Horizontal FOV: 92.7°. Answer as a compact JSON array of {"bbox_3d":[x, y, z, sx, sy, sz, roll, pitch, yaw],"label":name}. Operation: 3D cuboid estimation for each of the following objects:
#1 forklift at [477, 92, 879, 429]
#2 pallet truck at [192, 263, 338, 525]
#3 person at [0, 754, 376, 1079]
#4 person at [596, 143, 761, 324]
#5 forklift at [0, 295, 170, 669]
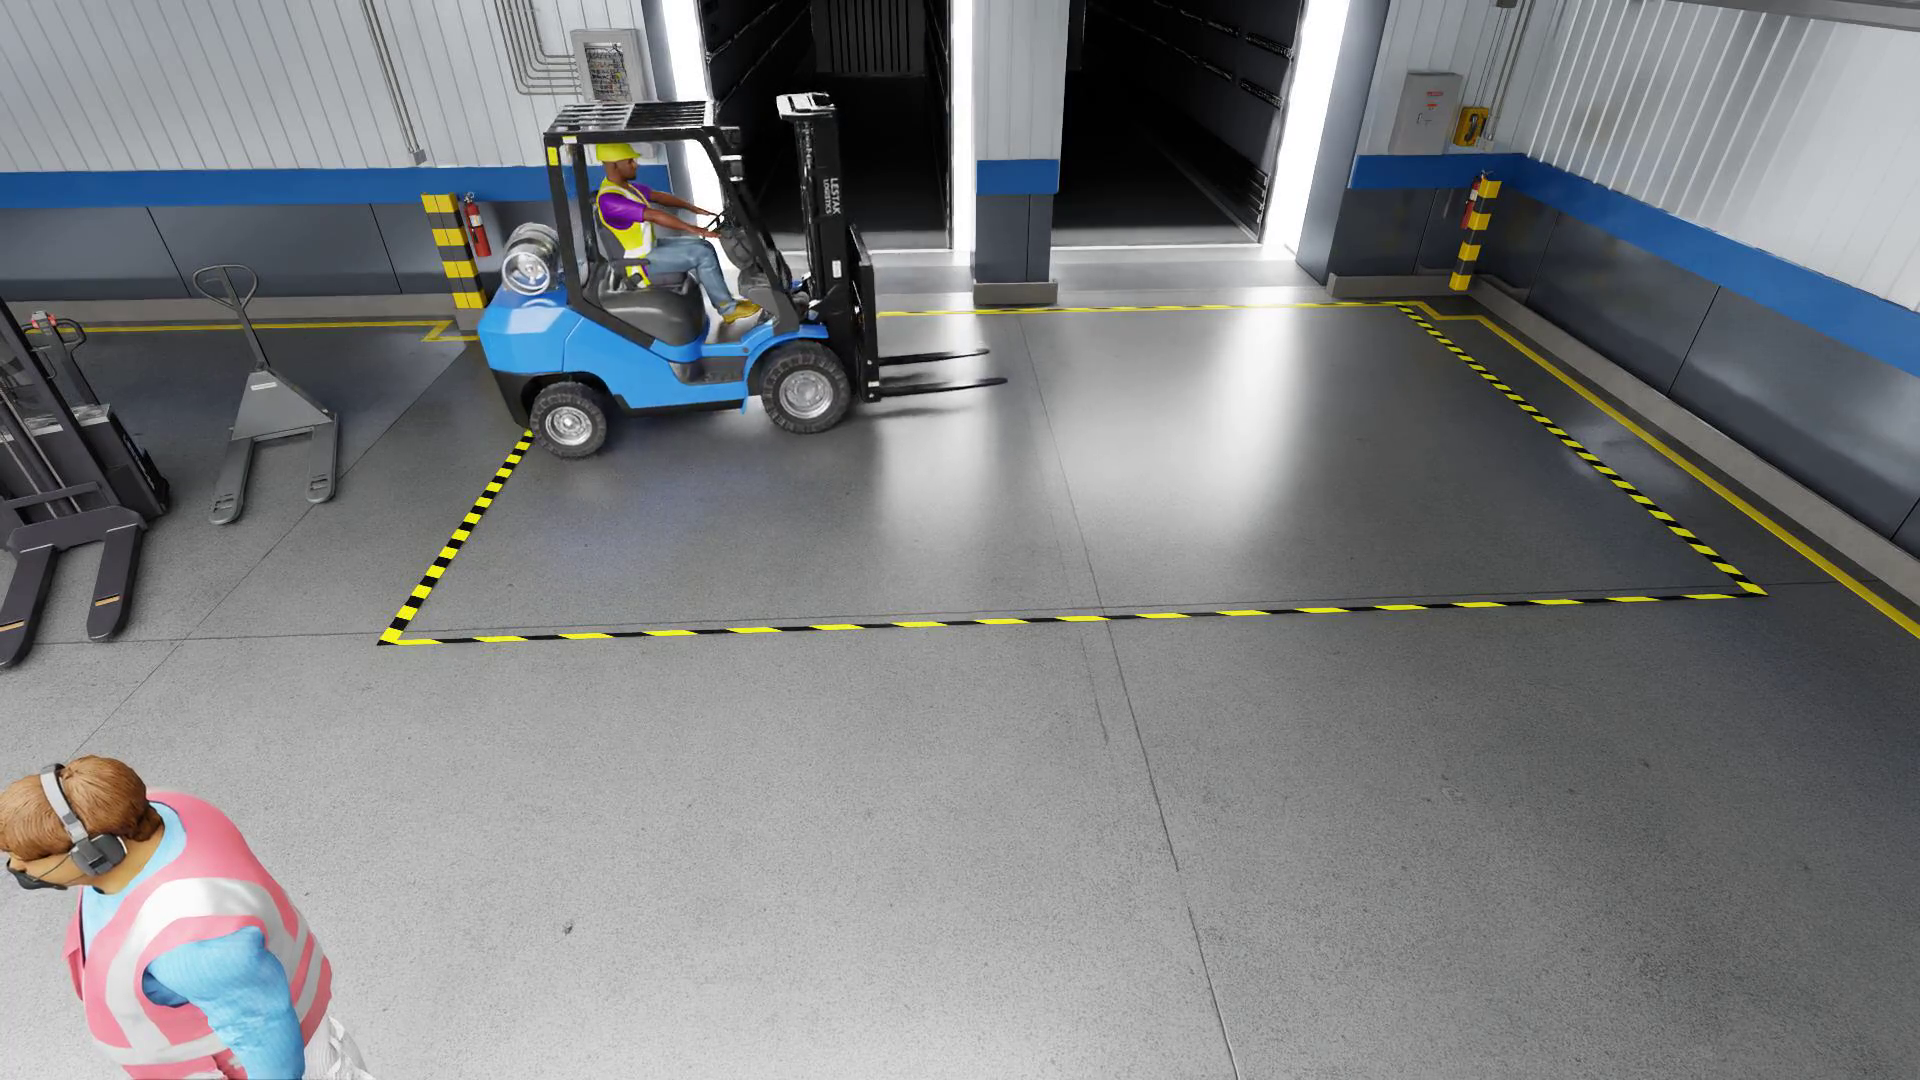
[{"bbox_3d":[-2.024,-2.001,6.554,2.680,2.036,1.157,-7,35,-10],"label":"forklift"},{"bbox_3d":[-4.778,-1.027,6.128,0.680,1.201,1.601,-17,38,-23],"label":"pallet truck"},{"bbox_3d":[-1.842,1.232,2.355,0.622,1.844,0.429,27,43,33],"label":"person"},{"bbox_3d":[-1.964,-2.157,6.451,1.004,1.294,0.635,-7,35,-10],"label":"person"},{"bbox_3d":[-5.212,-0.618,4.878,0.823,1.965,1.885,-20,39,-26],"label":"forklift"}]
